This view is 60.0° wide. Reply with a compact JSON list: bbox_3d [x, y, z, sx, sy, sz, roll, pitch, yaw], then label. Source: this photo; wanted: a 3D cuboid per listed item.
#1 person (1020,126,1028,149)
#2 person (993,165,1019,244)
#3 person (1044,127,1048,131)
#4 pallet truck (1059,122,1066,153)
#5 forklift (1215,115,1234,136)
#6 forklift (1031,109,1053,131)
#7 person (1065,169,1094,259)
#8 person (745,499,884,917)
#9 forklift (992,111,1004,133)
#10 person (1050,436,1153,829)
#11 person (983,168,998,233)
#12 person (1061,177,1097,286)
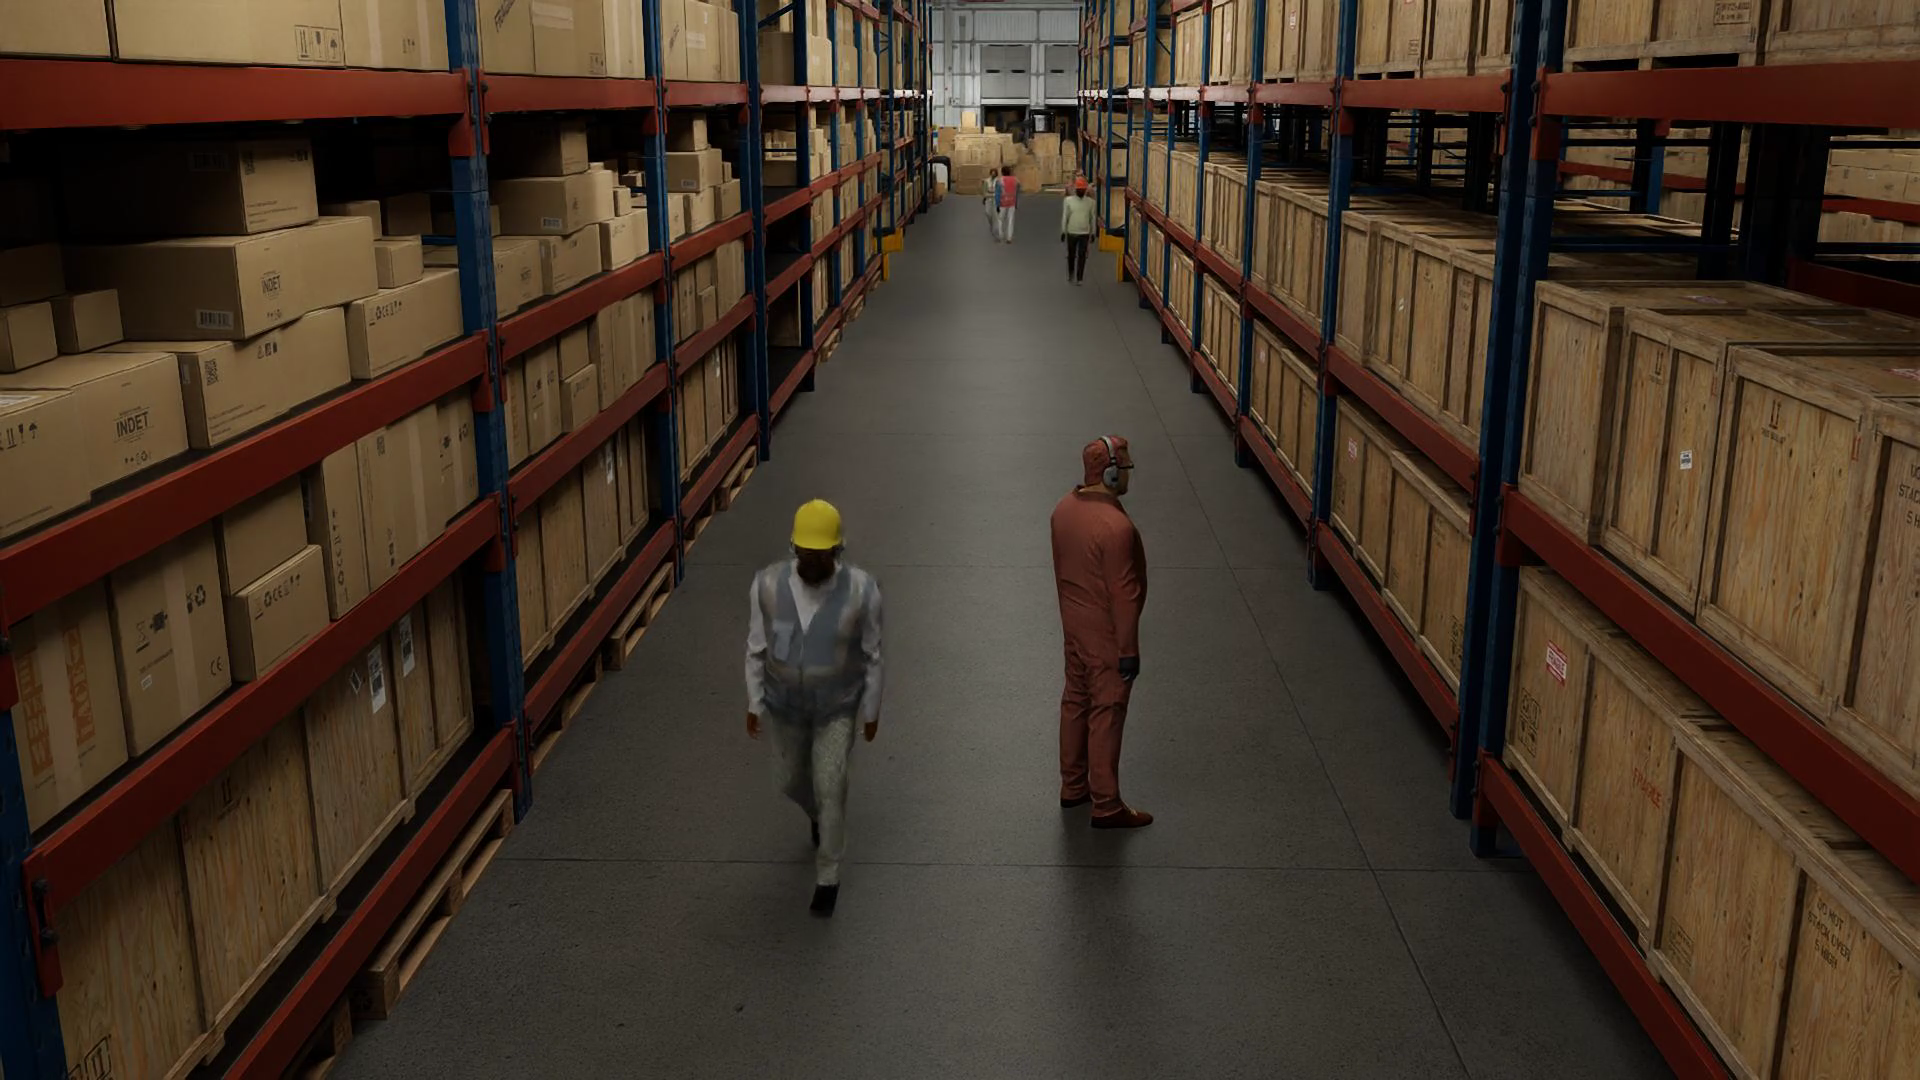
[{"bbox_3d":[3.147,-19.707,82.966,0.867,1.910,0.634,-2,15,-8],"label":"person"},{"bbox_3d":[1.062,-7.904,39.210,0.640,1.818,0.719,-6,16,-21],"label":"person"},{"bbox_3d":[4.775,-22.011,92.072,0.566,1.619,0.547,-1,15,-4],"label":"person"},{"bbox_3d":[5.788,-21.111,88.014,1.885,1.965,0.823,5,16,18],"label":"pallet truck"},{"bbox_3d":[7.971,-11.745,51.492,1.129,2.768,1.873,0,15,2],"label":"forklift"},{"bbox_3d":[3.409,-16.577,69.471,1.129,2.768,1.873,0,15,2],"label":"forklift"},{"bbox_3d":[2.523,-6.958,35.531,0.643,1.906,0.406,7,17,26],"label":"person"},{"bbox_3d":[-0.625,0.677,7.304,0.603,1.808,0.705,3,15,11],"label":"person"},{"bbox_3d":[1.448,-14.554,61.940,1.873,2.768,1.129,0,15,2],"label":"forklift"},{"bbox_3d":[0.694,0.439,8.004,0.409,1.909,0.640,-7,17,-24],"label":"person"},{"bbox_3d":[0.838,-8.626,42.250,0.547,1.623,0.360,4,16,14],"label":"person"},{"bbox_3d":[2.190,-5.651,30.519,0.644,1.976,0.431,-1,15,-4],"label":"person"}]
